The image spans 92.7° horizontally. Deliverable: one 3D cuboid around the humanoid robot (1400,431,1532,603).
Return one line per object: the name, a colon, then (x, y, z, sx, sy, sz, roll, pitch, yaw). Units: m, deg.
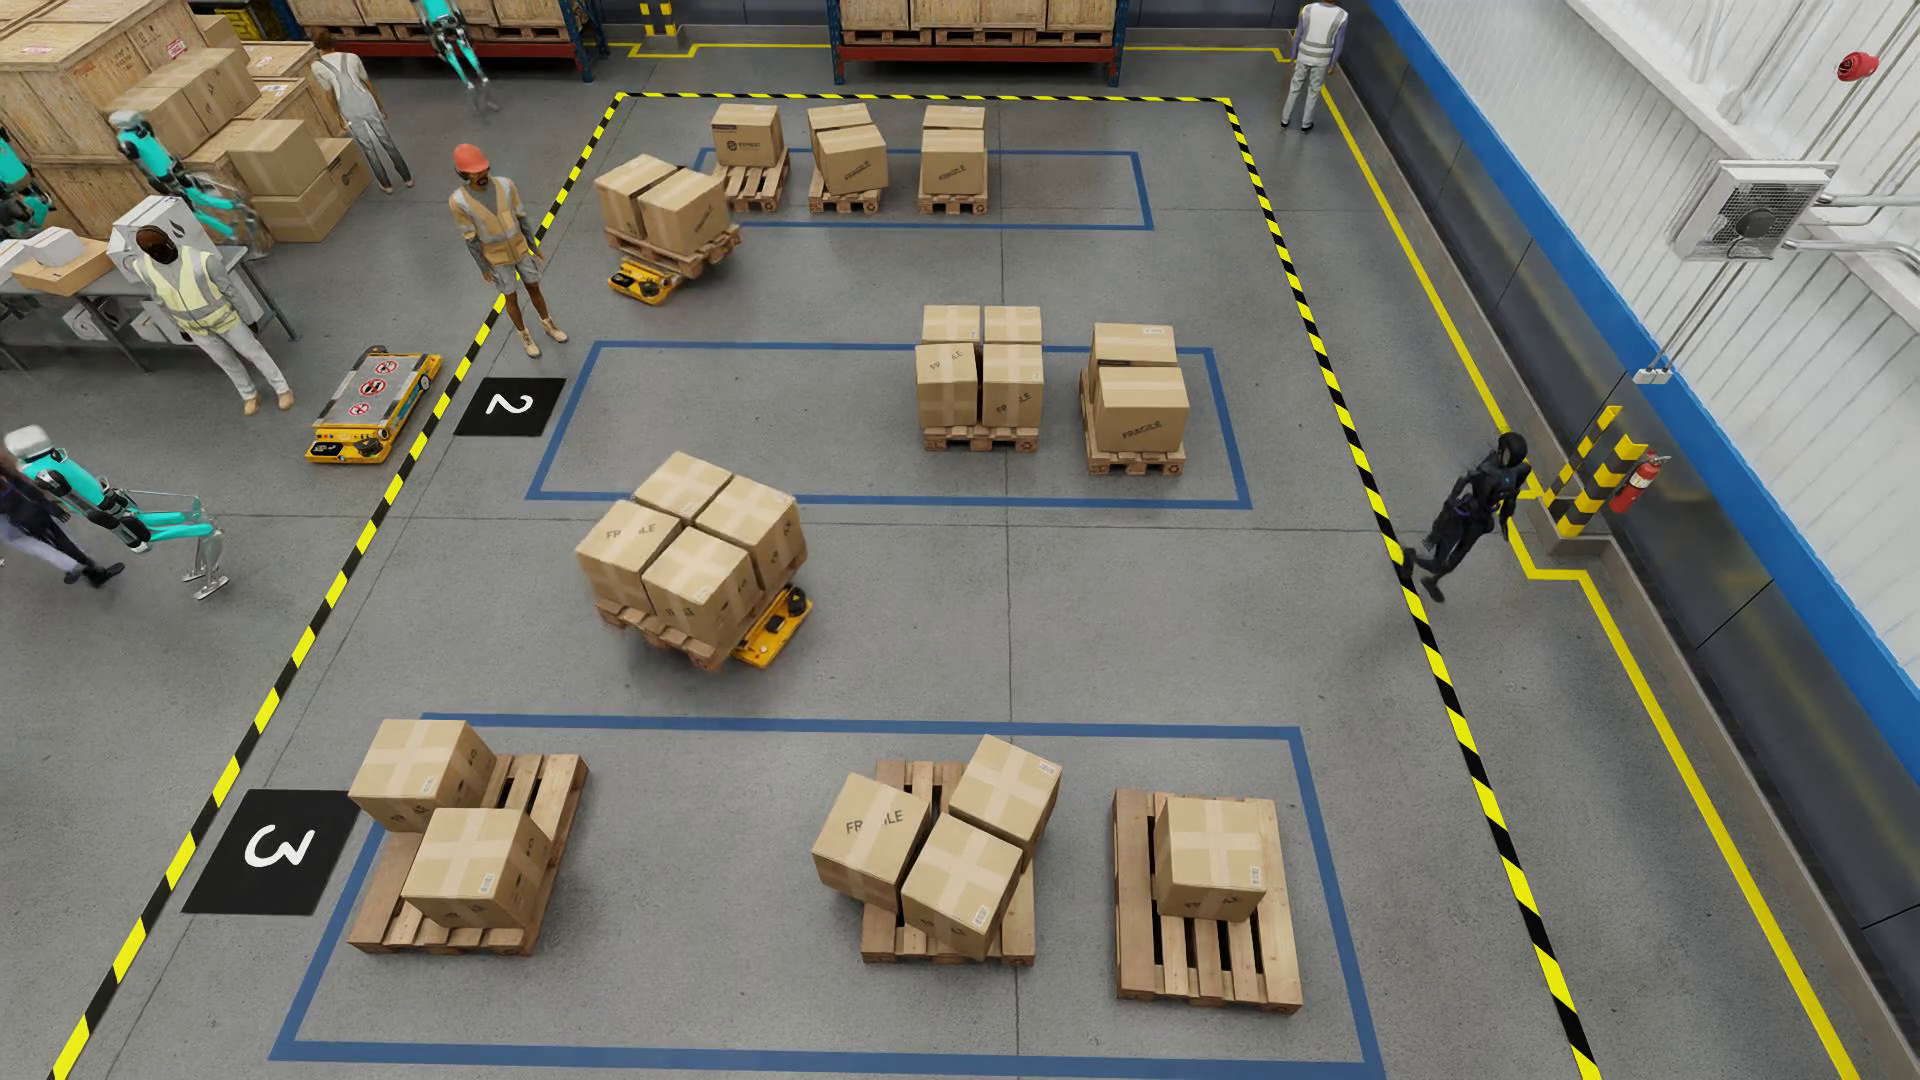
humanoid robot: (3.656, -0.173, 6.593, 0.600, 1.648, 0.441, -8, 50, -7)

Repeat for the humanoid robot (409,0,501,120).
humanoid robot: (-6.407, -6.280, 11.749, 0.567, 1.803, 0.789, -36, 59, -27)

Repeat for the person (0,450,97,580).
person: (-6.981, -0.294, 6.648, 0.593, 1.739, 0.540, 13, 51, 11)

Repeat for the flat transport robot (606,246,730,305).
flat transport robot: (-3.099, -3.094, 9.967, 0.652, 0.197, 1.431, 25, 54, 20)

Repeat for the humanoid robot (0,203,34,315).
humanoid robot: (-9.255, -2.714, 8.696, 0.589, 1.765, 0.885, 6, 50, 5)

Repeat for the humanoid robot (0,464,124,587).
humanoid robot: (-6.919, -0.287, 6.678, 0.599, 1.655, 0.315, 10, 50, 8)

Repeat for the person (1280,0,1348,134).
person: (4.430, -6.035, 11.445, 0.599, 1.836, 0.404, 23, 54, 18)

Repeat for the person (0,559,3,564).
person: (-7.849, -0.538, 6.753, 0.730, 1.890, 0.592, 14, 51, 11)

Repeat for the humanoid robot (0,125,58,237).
humanoid robot: (-9.573, -3.392, 9.237, 0.678, 1.752, 0.548, -6, 50, -5)

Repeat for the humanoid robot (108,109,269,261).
humanoid robot: (-7.786, -3.534, 9.381, 0.978, 1.730, 0.543, -9, 50, -8)

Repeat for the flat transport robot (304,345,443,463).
flat transport robot: (-5.383, -1.269, 8.441, 0.659, 0.231, 1.431, 1, 50, 1)

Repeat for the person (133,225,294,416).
person: (-6.459, -1.886, 7.942, 0.631, 1.834, 0.429, -11, 51, -10)

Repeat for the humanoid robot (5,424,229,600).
humanoid robot: (-5.779, -0.243, 6.526, 0.735, 1.673, 0.533, -35, 58, -26)

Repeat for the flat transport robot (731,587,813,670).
flat transport robot: (-1.907, 0.423, 6.991, 1.431, 0.197, 0.652, 21, 53, 17)

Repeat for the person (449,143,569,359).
person: (-4.156, -2.635, 8.434, 0.366, 2.048, 0.606, 35, 58, 26)

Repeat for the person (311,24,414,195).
person: (-6.850, -4.881, 10.464, 0.508, 1.844, 0.330, -32, 57, -24)
